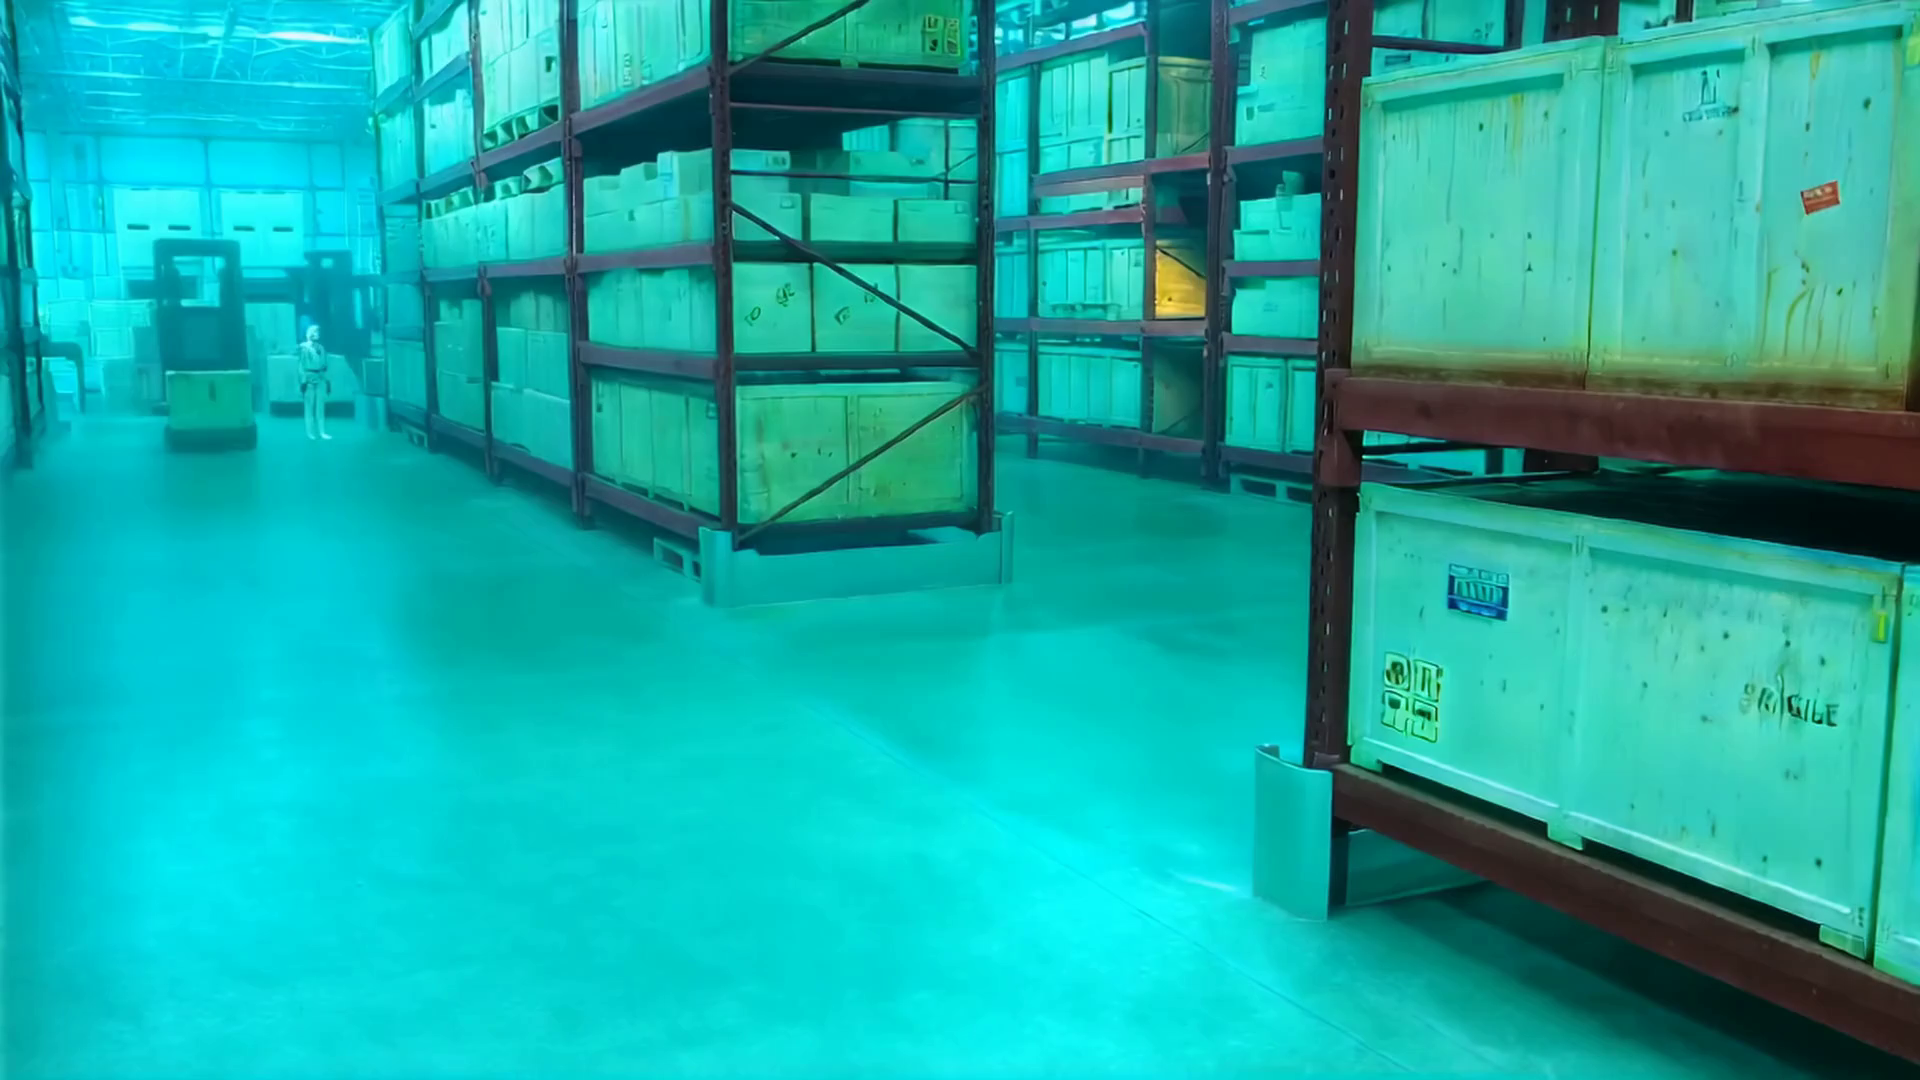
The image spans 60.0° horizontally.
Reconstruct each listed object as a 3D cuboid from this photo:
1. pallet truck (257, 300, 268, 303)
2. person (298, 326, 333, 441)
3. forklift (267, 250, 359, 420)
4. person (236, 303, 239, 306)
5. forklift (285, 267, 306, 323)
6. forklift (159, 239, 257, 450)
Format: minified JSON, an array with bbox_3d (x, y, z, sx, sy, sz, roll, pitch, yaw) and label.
[{"bbox_3d":[-23.913,-7.404,58.171,1.885,1.965,0.823,-1,8,-9],"label":"pallet truck"},{"bbox_3d":[-9.193,-2.225,23.688,0.306,1.640,0.522,4,9,23],"label":"person"},{"bbox_3d":[-10.586,-3.463,27.966,1.129,2.768,1.873,5,10,33],"label":"forklift"},{"bbox_3d":[-20.629,-5.833,47.677,0.649,1.907,0.474,-1,8,-8],"label":"person"},{"bbox_3d":[-16.532,-5.490,41.948,1.129,2.768,1.873,5,10,31],"label":"forklift"},{"bbox_3d":[-10.260,-2.681,22.576,1.129,2.768,1.873,-4,9,-26],"label":"forklift"}]
